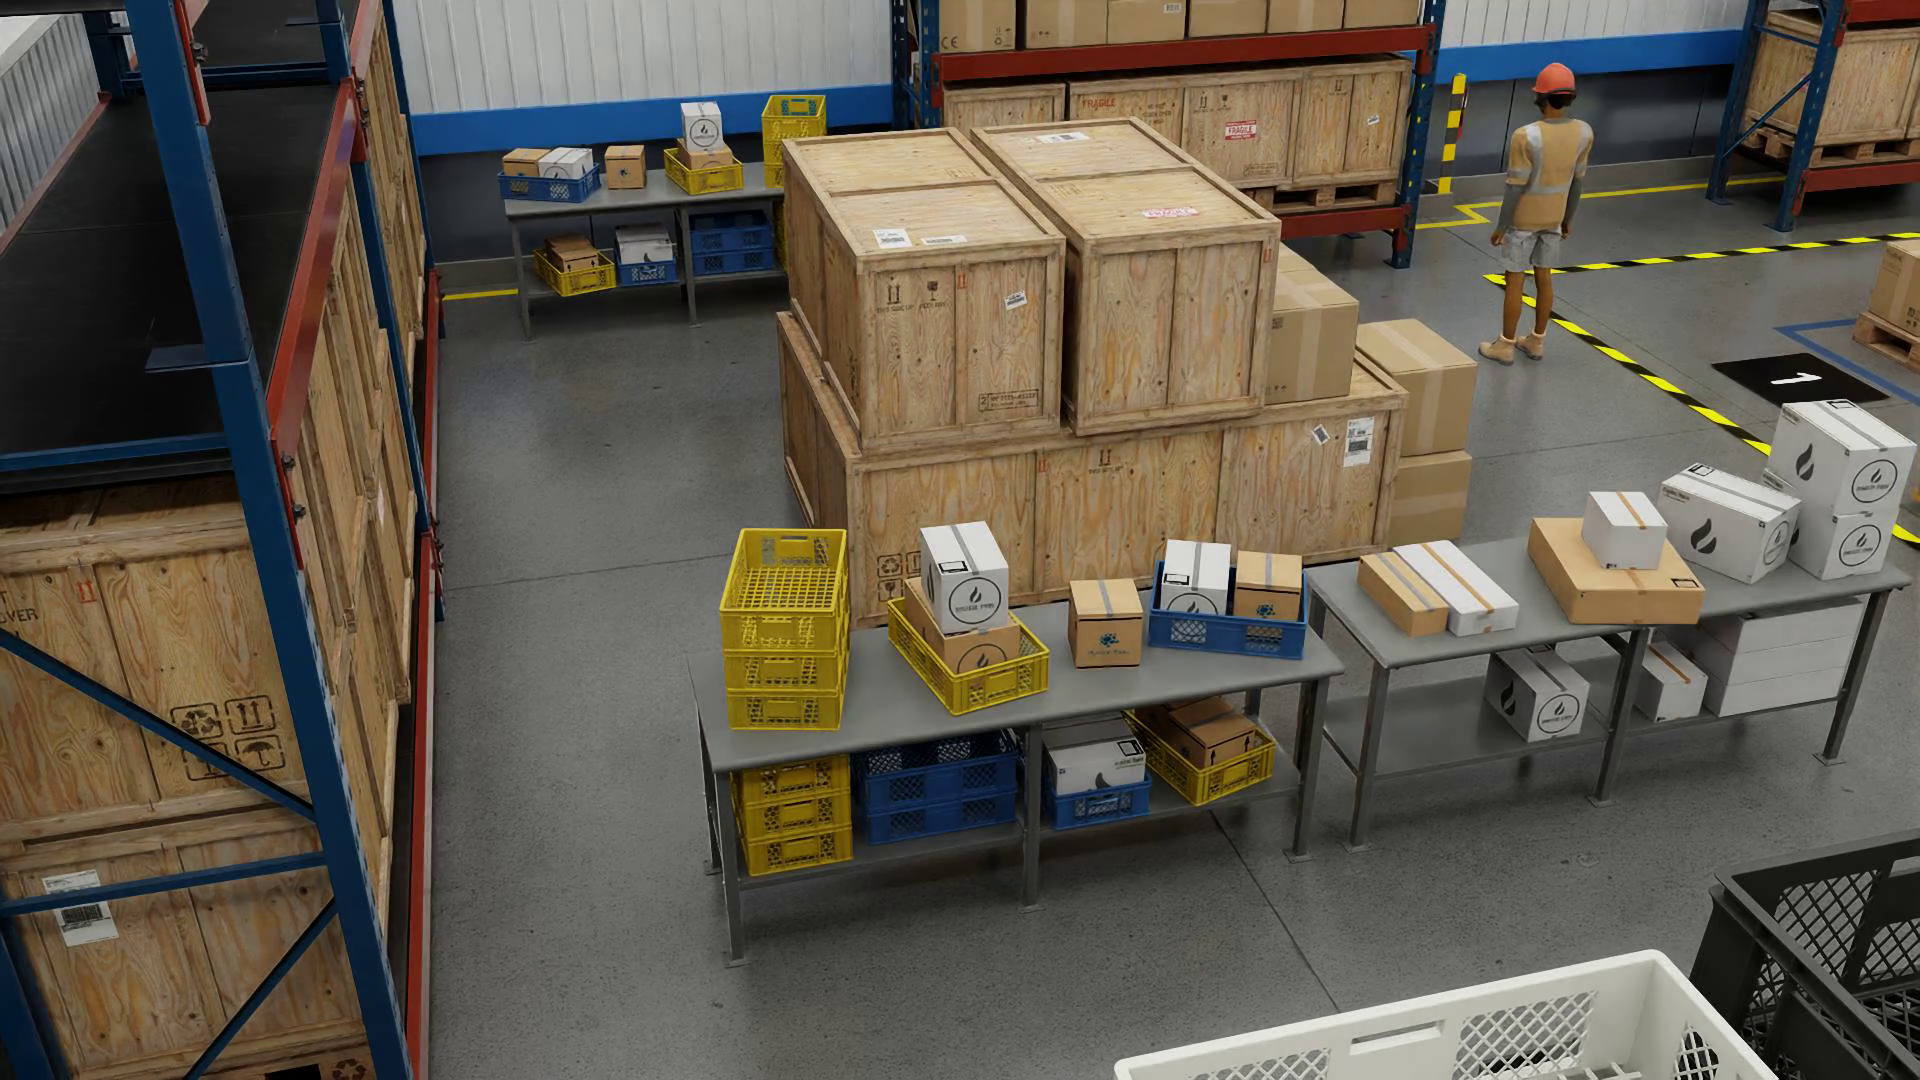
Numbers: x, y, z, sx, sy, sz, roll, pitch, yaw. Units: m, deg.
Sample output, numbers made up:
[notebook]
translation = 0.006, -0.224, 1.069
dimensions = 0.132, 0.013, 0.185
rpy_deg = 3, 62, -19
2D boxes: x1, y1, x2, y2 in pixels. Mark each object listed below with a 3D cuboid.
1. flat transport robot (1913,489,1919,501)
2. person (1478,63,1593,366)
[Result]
[flat transport robot]
translation = 6.067, -0.032, 9.146
dimensions = 0.652, 0.197, 1.431
rpy_deg = -7, 30, -13
[person]
translation = 3.876, -2.184, 11.246
dimensions = 0.614, 2.039, 0.379
rpy_deg = -10, 30, -17
